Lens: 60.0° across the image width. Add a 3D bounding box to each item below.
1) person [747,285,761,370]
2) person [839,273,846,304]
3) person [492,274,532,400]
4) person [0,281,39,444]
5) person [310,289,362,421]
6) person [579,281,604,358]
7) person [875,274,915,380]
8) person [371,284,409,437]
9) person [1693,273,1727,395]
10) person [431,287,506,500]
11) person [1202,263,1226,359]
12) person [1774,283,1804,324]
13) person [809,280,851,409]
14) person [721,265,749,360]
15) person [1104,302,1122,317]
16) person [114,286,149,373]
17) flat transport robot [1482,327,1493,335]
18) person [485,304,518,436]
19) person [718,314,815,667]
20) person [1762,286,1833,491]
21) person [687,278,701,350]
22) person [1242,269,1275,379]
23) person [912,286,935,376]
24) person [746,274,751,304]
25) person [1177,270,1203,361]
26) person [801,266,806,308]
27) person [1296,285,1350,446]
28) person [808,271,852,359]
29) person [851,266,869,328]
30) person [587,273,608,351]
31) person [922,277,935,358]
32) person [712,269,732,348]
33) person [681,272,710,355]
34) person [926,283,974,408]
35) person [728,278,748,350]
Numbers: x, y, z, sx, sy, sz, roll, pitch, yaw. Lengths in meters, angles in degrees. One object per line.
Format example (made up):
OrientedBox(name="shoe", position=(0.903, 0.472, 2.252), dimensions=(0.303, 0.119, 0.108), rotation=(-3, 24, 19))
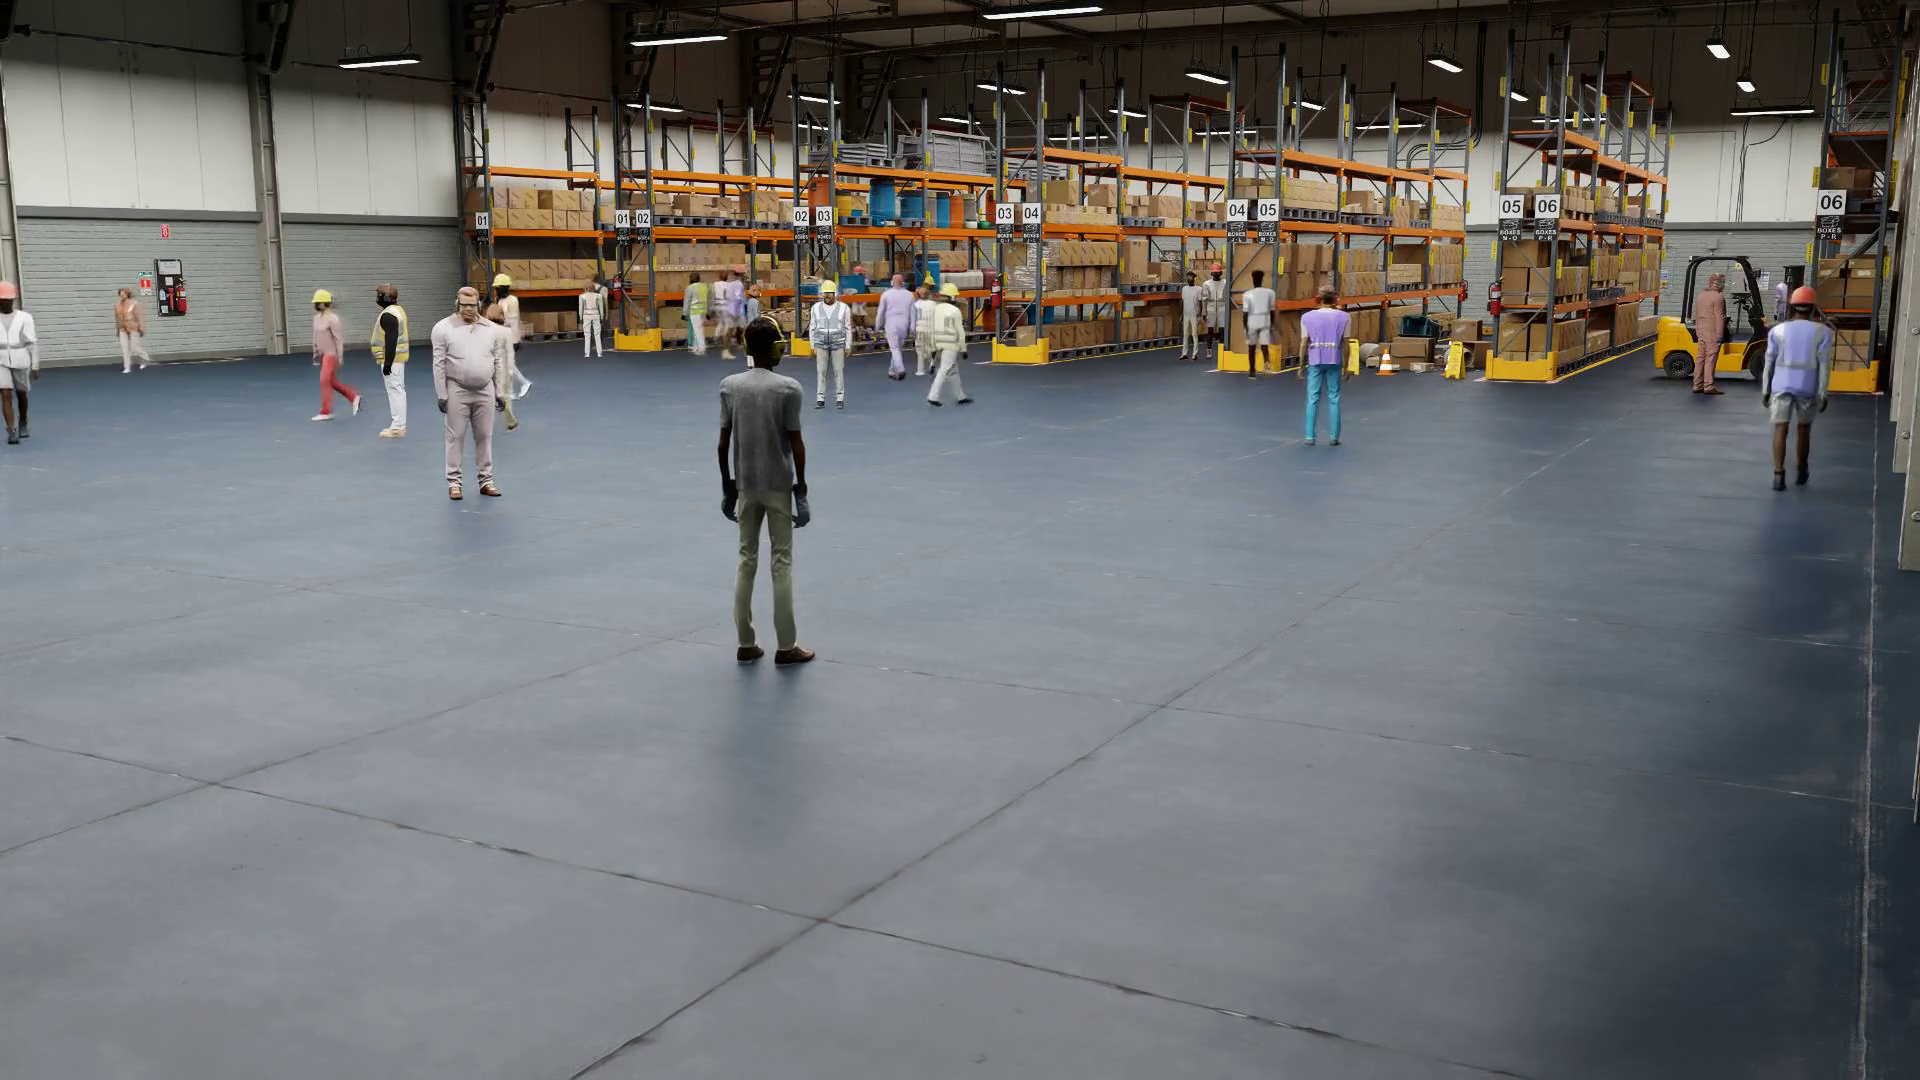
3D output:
OrientedBox(name="person", position=(-3.913, -4.056, 31.775), dimensions=(0.280, 1.631, 0.507), rotation=(-5, 11, -26))
OrientedBox(name="person", position=(-2.954, -5.432, 39.377), dimensions=(0.636, 1.798, 0.954), rotation=(5, 11, 25))
OrientedBox(name="person", position=(-6.783, -3.037, 24.991), dimensions=(0.458, 1.909, 0.611), rotation=(-7, 12, -34))
OrientedBox(name="person", position=(-11.167, -2.095, 19.576), dimensions=(0.552, 1.895, 0.983), rotation=(-6, 11, -30))
OrientedBox(name="person", position=(-8.382, -2.480, 22.237), dimensions=(0.526, 1.742, 0.724), rotation=(9, 13, 42))
OrientedBox(name="person", position=(-7.910, -4.726, 35.690), dimensions=(0.525, 1.636, 0.307), rotation=(-3, 10, -16))
OrientedBox(name="person", position=(-1.123, -3.759, 29.383), dimensions=(0.687, 1.863, 0.934), rotation=(-4, 10, -22))
OrientedBox(name="person", position=(-6.872, -2.161, 20.069), dimensions=(0.429, 1.846, 0.625), rotation=(-2, 10, -11))
OrientedBox(name="person", position=(11.886, -3.252, 26.279), dimensions=(0.401, 1.904, 0.649), rotation=(-1, 10, -6))
OrientedBox(name="person", position=(-4.401, -1.317, 14.970), dimensions=(0.638, 1.901, 0.402), rotation=(-7, 12, -35))
OrientedBox(name="person", position=(5.425, -4.836, 35.183), dimensions=(0.604, 2.038, 0.403), rotation=(2, 10, 10))
OrientedBox(name="person", position=(18.392, -5.076, 36.932), dimensions=(0.581, 1.919, 0.391), rotation=(5, 11, 25))
OrientedBox(name="person", position=(-1.857, -2.788, 23.772), dimensions=(0.603, 1.830, 0.404), rotation=(1, 10, 3))
OrientedBox(name="person", position=(-4.575, -4.778, 34.964), dimensions=(1.051, 1.984, 0.625), rotation=(-4, 11, -24))
OrientedBox(name="person", position=(4.869, -7.536, 51.432), dimensions=(0.969, 1.879, 0.740), rotation=(-1, 10, -5))
OrientedBox(name="person", position=(-15.496, -3.932, 31.101), dimensions=(0.524, 1.618, 0.535), rotation=(1, 10, 7))
OrientedBox(name="flat transport robot", position=(14.246, -5.786, 45.887), dimensions=(0.652, 0.197, 1.431), rotation=(-2, 10, -13))
OrientedBox(name="person", position=(-5.662, -2.071, 20.277), dimensions=(0.517, 1.584, 0.857), rotation=(0, 10, 1))
OrientedBox(name="person", position=(-1.037, -0.257, 8.847), dimensions=(0.518, 1.870, 0.323), rotation=(4, 10, 21))
OrientedBox(name="person", position=(7.866, -1.430, 15.656), dimensions=(0.566, 1.889, 0.907), rotation=(5, 11, 29))
OrientedBox(name="person", position=(-6.155, -5.312, 38.771), dimensions=(0.518, 1.757, 0.340), rotation=(6, 11, 32))
OrientedBox(name="person", position=(5.267, -3.787, 29.276), dimensions=(0.630, 1.953, 0.659), rotation=(-1, 10, -5))
OrientedBox(name="person", position=(-0.681, -3.794, 30.232), dimensions=(0.534, 1.626, 0.365), rotation=(-7, 12, -34))
OrientedBox(name="person", position=(-6.059, -6.664, 46.661), dimensions=(0.530, 1.767, 0.328), rotation=(5, 11, 29))
OrientedBox(name="person", position=(4.810, -4.681, 34.733), dimensions=(0.511, 1.877, 0.329), rotation=(7, 12, 35))
OrientedBox(name="person", position=(-4.879, -7.473, 51.055), dimensions=(0.341, 1.879, 0.587), rotation=(-5, 11, -27))
OrientedBox(name="person", position=(4.171, -1.989, 19.088), dimensions=(0.593, 1.834, 0.382), rotation=(0, 10, 2))
OrientedBox(name="person", position=(-2.746, -4.773, 35.289), dimensions=(0.616, 1.885, 1.070), rotation=(9, 13, 44))
OrientedBox(name="person", position=(-2.648, -6.200, 43.531), dimensions=(0.540, 1.914, 0.518), rotation=(4, 10, 22))
OrientedBox(name="person", position=(-8.393, -5.272, 38.463), dimensions=(0.545, 1.790, 0.966), rotation=(-1, 10, -9))
OrientedBox(name="person", position=(-0.679, -4.765, 35.630), dimensions=(0.311, 1.736, 0.483), rotation=(3, 10, 15))
OrientedBox(name="person", position=(-5.606, -5.466, 39.341), dimensions=(0.597, 1.866, 0.461), rotation=(5, 11, 27))
OrientedBox(name="person", position=(-5.889, -4.995, 36.734), dimensions=(0.797, 1.810, 0.648), rotation=(6, 11, 31))
OrientedBox(name="person", position=(-0.166, -2.794, 23.948), dimensions=(0.919, 1.789, 0.609), rotation=(-7, 12, -35))
OrientedBox(name="person", position=(-5.124, -5.197, 38.272), dimensions=(0.543, 1.684, 0.562), rotation=(7, 12, 36))
